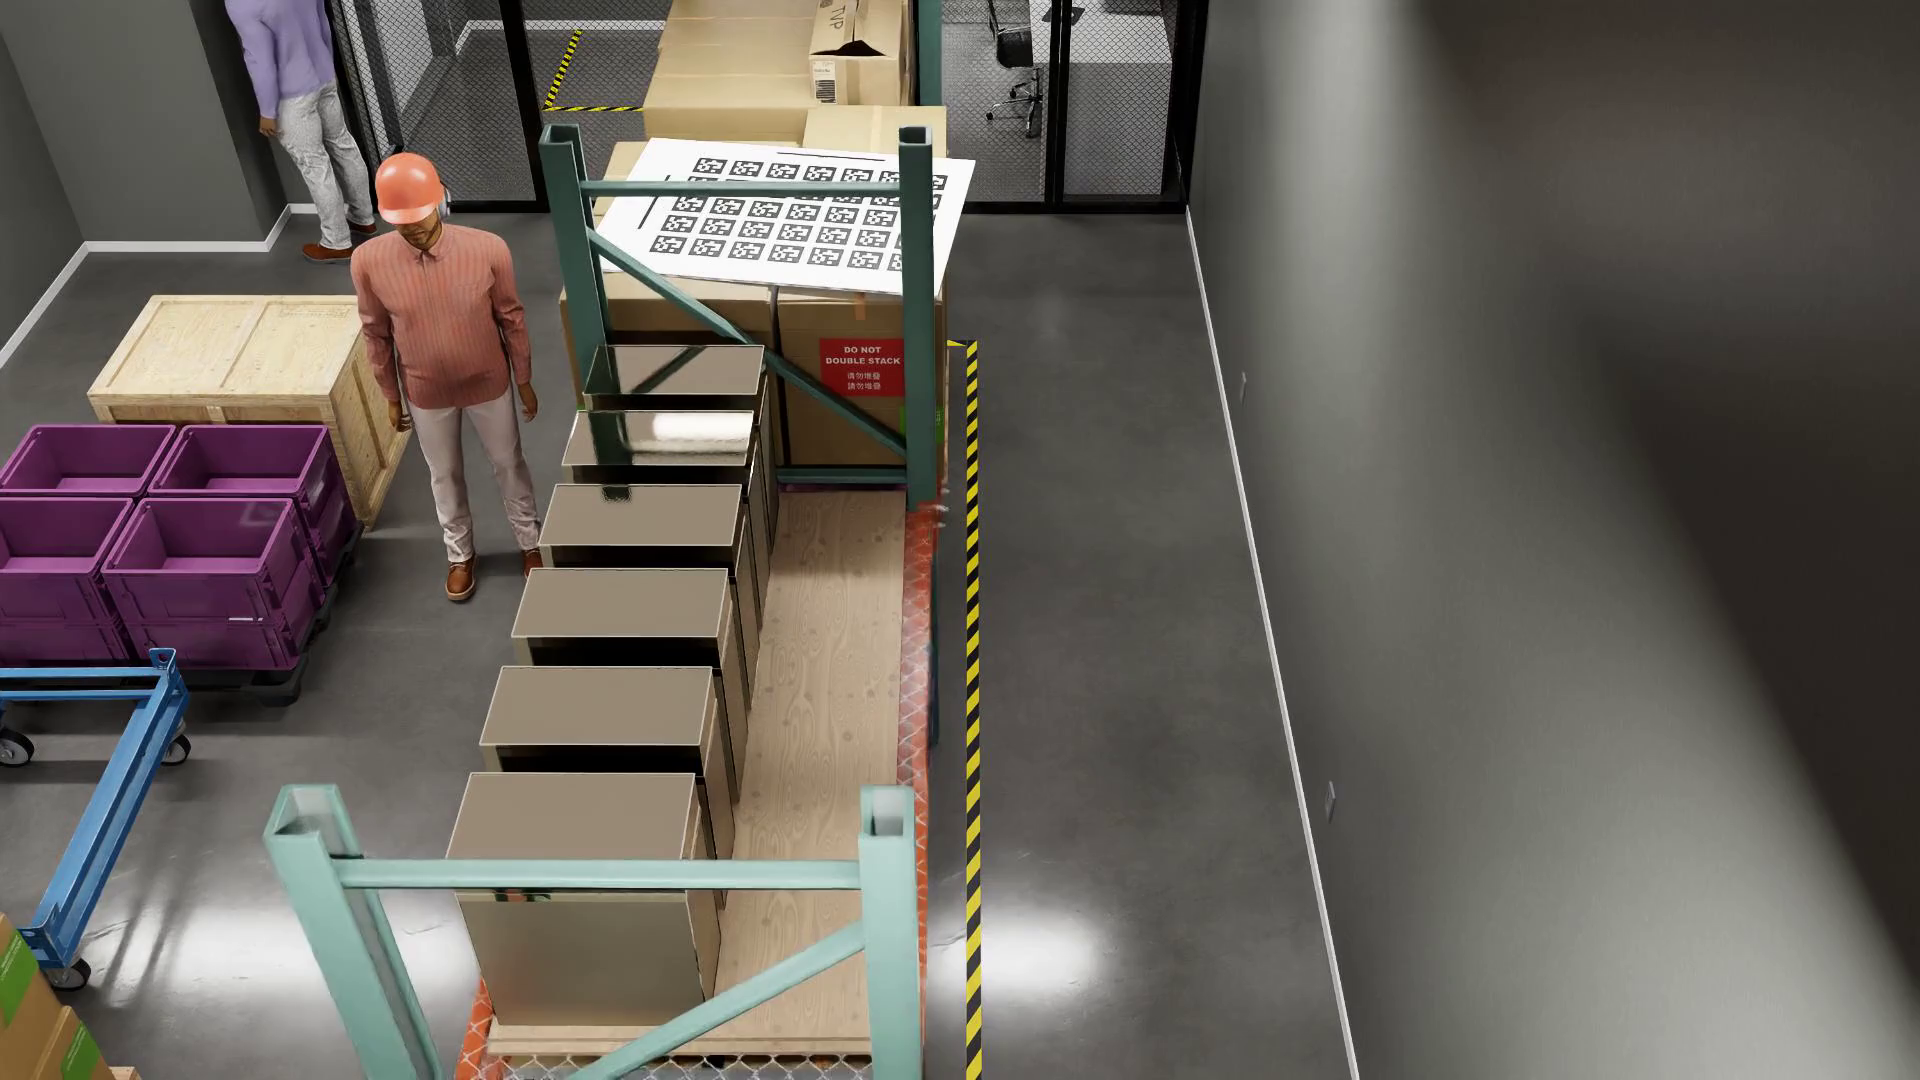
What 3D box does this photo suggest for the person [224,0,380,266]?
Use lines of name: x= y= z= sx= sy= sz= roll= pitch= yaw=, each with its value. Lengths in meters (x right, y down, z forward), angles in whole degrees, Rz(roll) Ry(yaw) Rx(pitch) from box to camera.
person: x=-3.406 y=-2.329 z=8.548 sx=0.378 sy=1.940 sz=0.629 roll=12 pitch=43 yaw=14

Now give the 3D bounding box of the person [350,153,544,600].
person: x=-1.979 y=-0.617 z=6.550 sx=0.612 sy=1.995 sz=0.382 roll=-9 pitch=42 yaw=-11
